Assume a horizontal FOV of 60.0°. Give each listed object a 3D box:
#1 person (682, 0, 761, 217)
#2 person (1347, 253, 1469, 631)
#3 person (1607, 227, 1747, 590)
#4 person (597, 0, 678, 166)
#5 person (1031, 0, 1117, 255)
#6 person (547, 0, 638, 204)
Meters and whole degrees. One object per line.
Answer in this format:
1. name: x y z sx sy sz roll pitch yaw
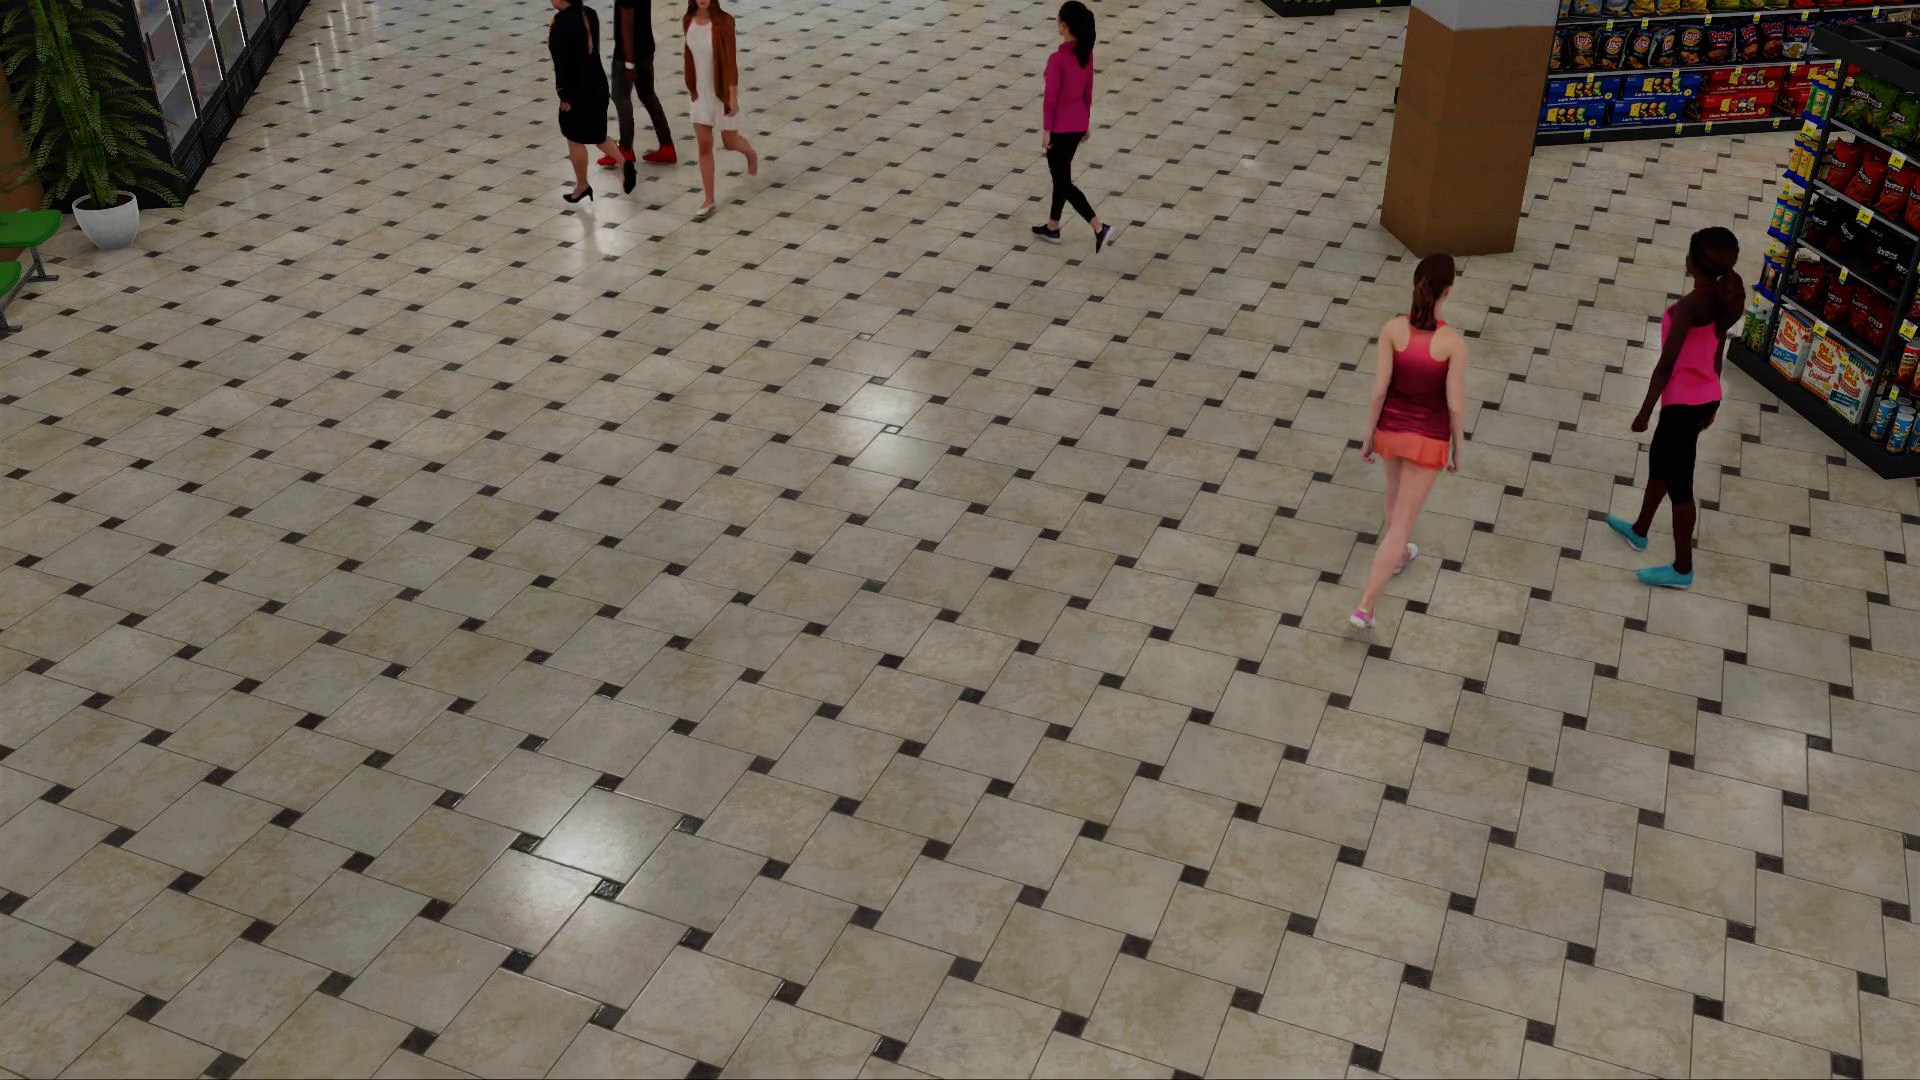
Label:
1. person: -1.707 -3.214 11.911 1.048 1.686 0.990 12 34 19
2. person: 1.958 -0.392 7.352 1.112 1.711 1.159 20 37 29
3. person: 3.378 -0.579 7.659 0.843 1.703 0.840 -26 40 -35
4. person: -2.389 -3.691 12.589 0.968 1.780 0.879 8 33 13
5. person: 0.778 -2.714 11.116 1.016 1.677 1.044 27 41 36
6. person: -2.639 -3.193 11.906 1.016 1.656 0.927 12 34 19
